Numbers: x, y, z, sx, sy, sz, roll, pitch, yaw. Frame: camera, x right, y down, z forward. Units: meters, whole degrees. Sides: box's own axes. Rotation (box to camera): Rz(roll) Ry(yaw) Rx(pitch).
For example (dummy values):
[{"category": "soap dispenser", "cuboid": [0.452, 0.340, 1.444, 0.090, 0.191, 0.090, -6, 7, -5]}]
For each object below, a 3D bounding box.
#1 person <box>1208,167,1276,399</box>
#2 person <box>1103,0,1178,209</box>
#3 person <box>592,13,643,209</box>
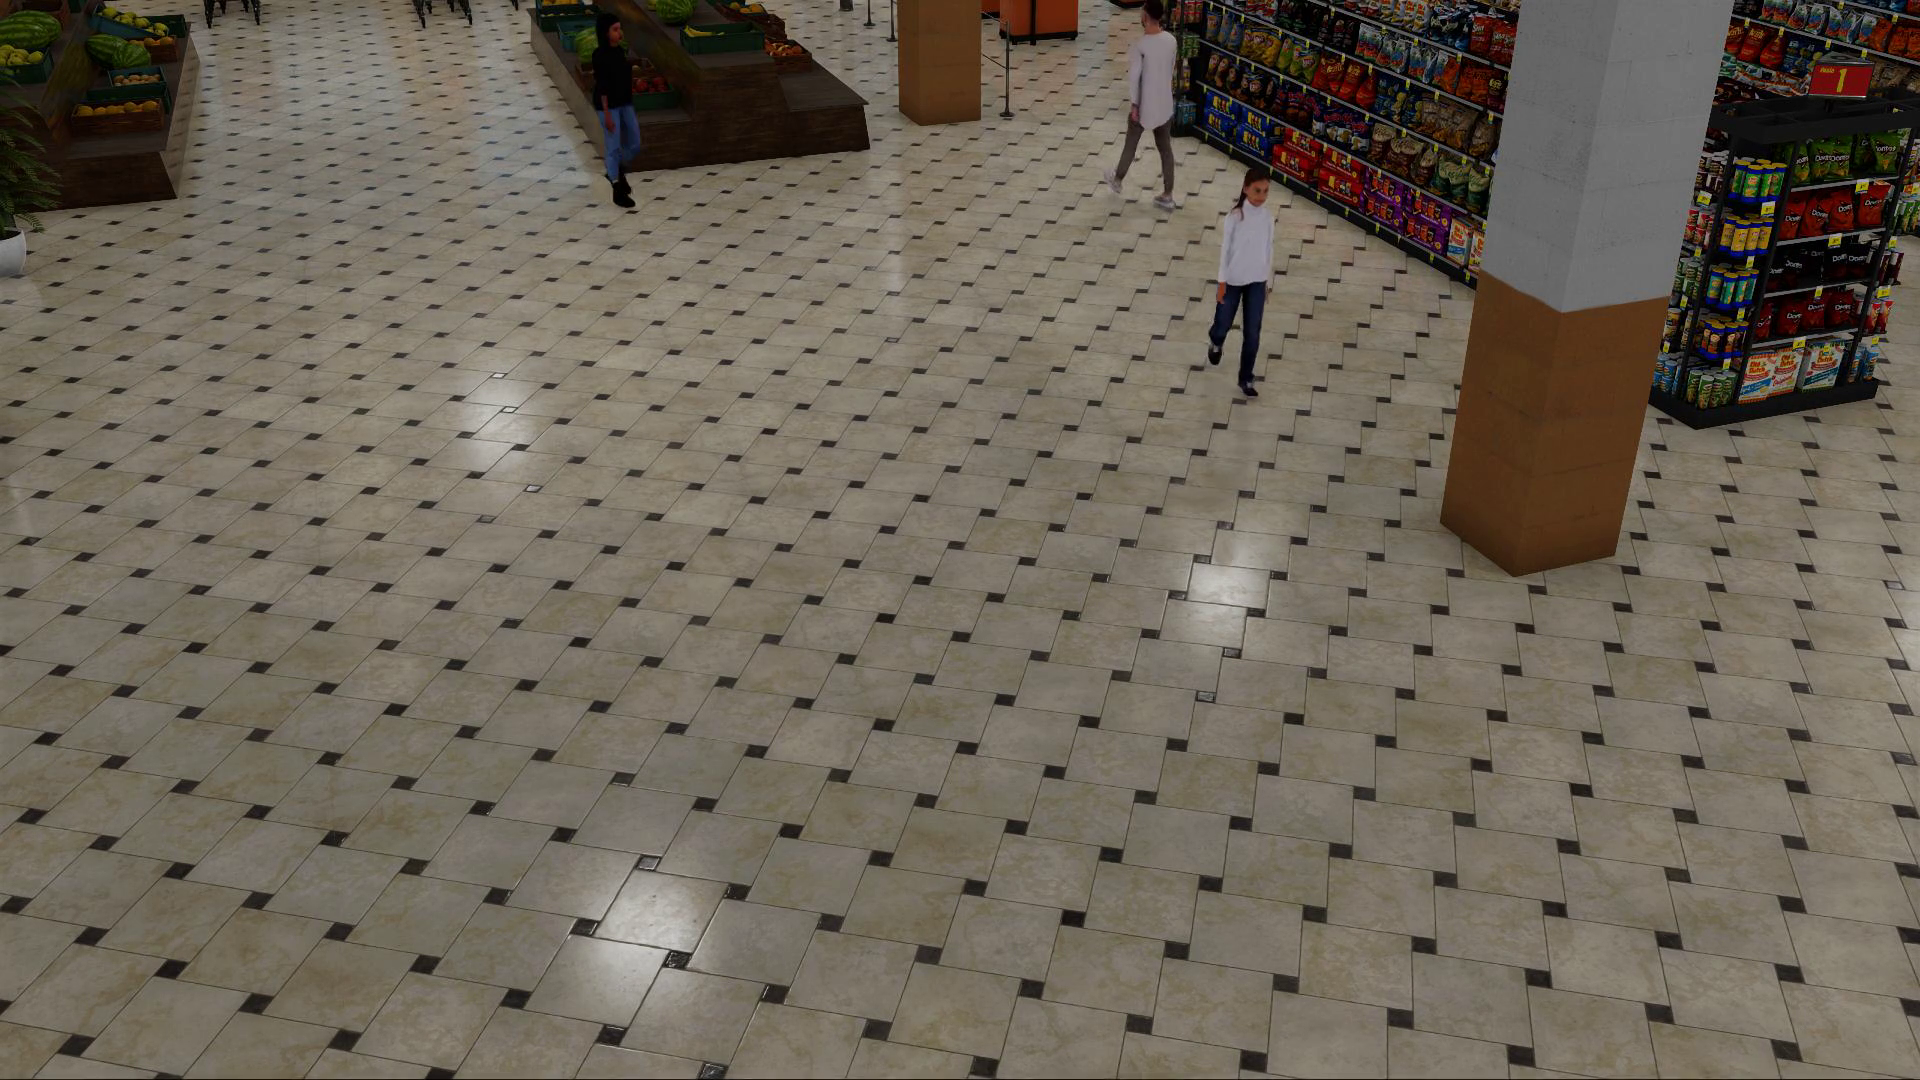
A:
[{"category": "person", "cuboid": [1.889, -1.756, 11.197, 0.654, 1.546, 0.912, -3, 29, -6]}, {"category": "person", "cuboid": [1.760, -3.825, 14.738, 0.775, 1.783, 1.132, -13, 31, -23]}, {"category": "person", "cuboid": [-3.147, -3.833, 14.852, 0.792, 1.689, 0.725, 18, 33, 29]}]
